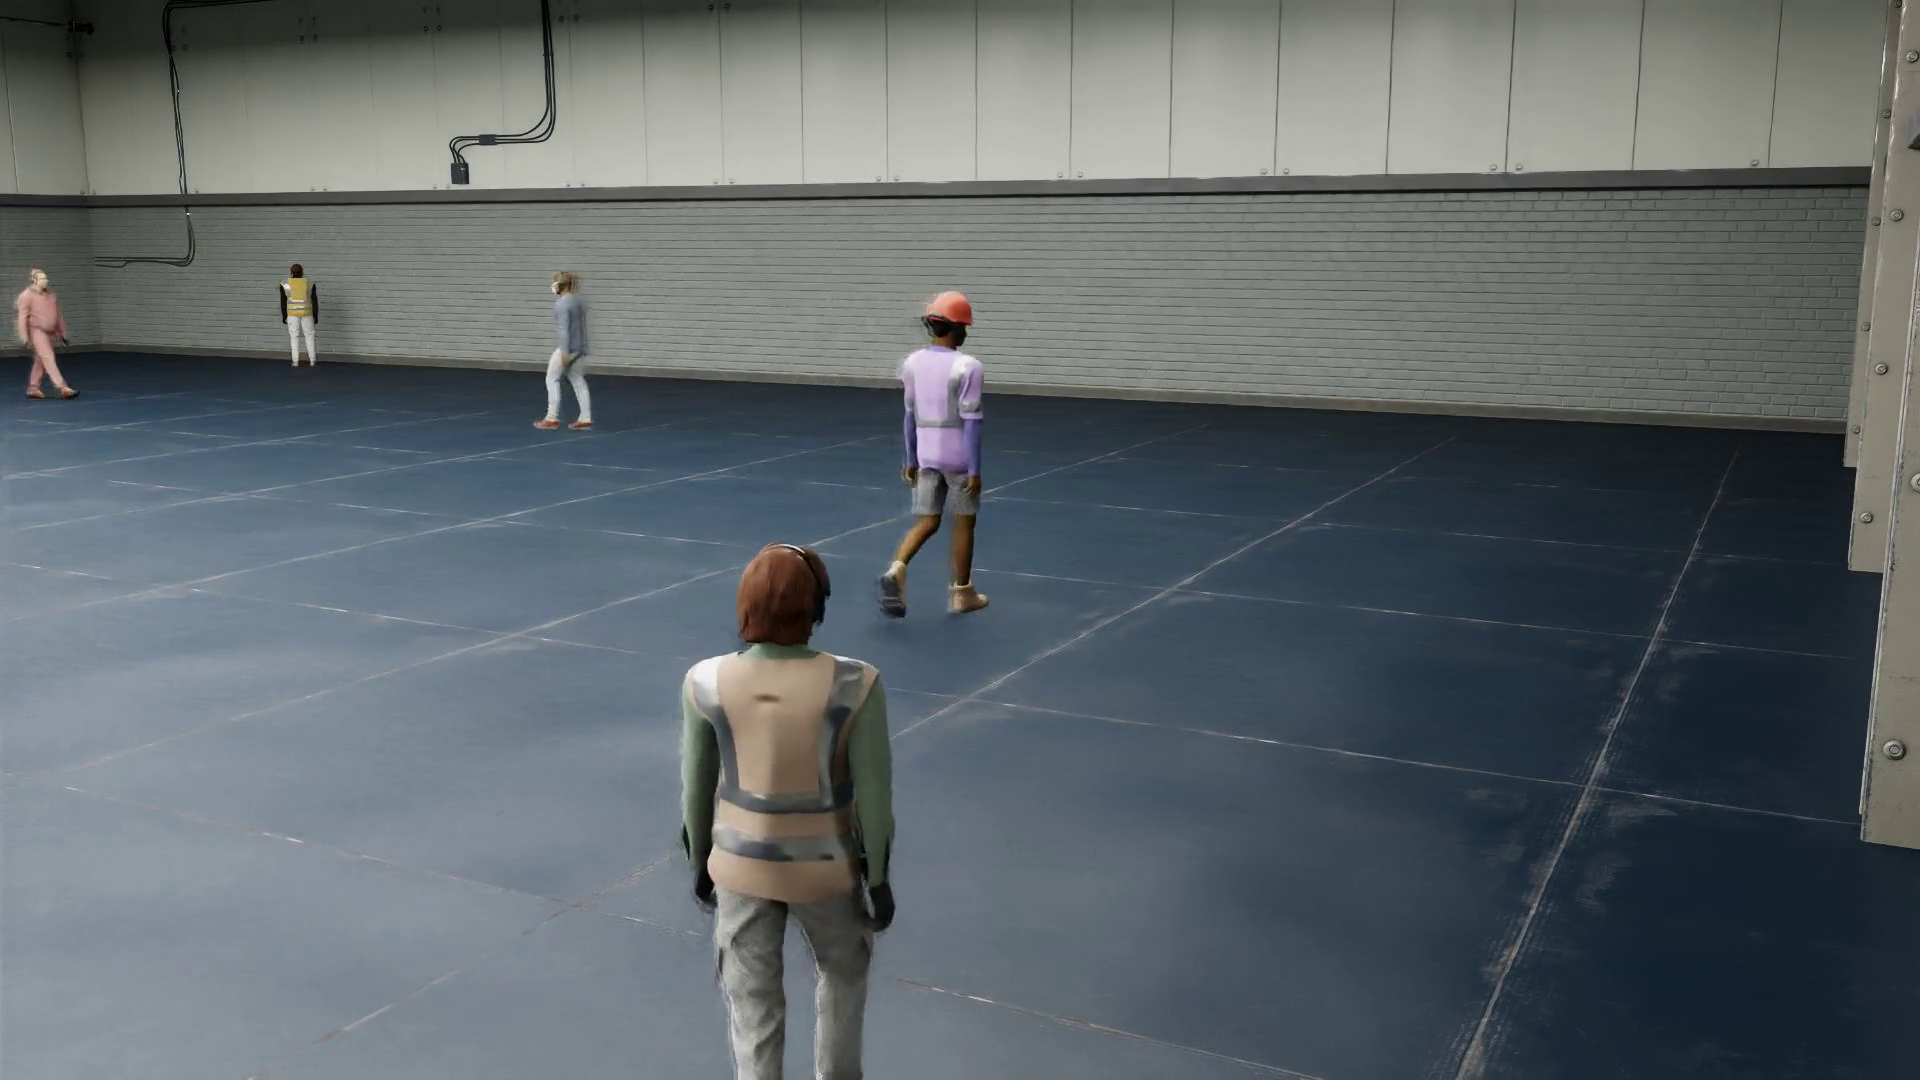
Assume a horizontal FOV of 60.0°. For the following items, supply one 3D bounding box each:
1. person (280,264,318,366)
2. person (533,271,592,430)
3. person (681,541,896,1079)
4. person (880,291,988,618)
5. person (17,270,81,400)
[{"bbox_3d":[-11.905,-4.054,29.997,0.633,1.841,0.429,-5,11,-23],"label":"person"},{"bbox_3d":[-4.842,-2.270,20.075,0.819,1.908,0.648,1,10,7],"label":"person"},{"bbox_3d":[-0.408,0.799,4.100,0.540,1.619,0.560,1,10,6],"label":"person"},{"bbox_3d":[-0.134,-0.501,10.141,0.617,2.019,0.830,8,13,37],"label":"person"},{"bbox_3d":[-13.038,-2.923,23.778,0.980,1.850,0.669,2,11,12],"label":"person"}]
